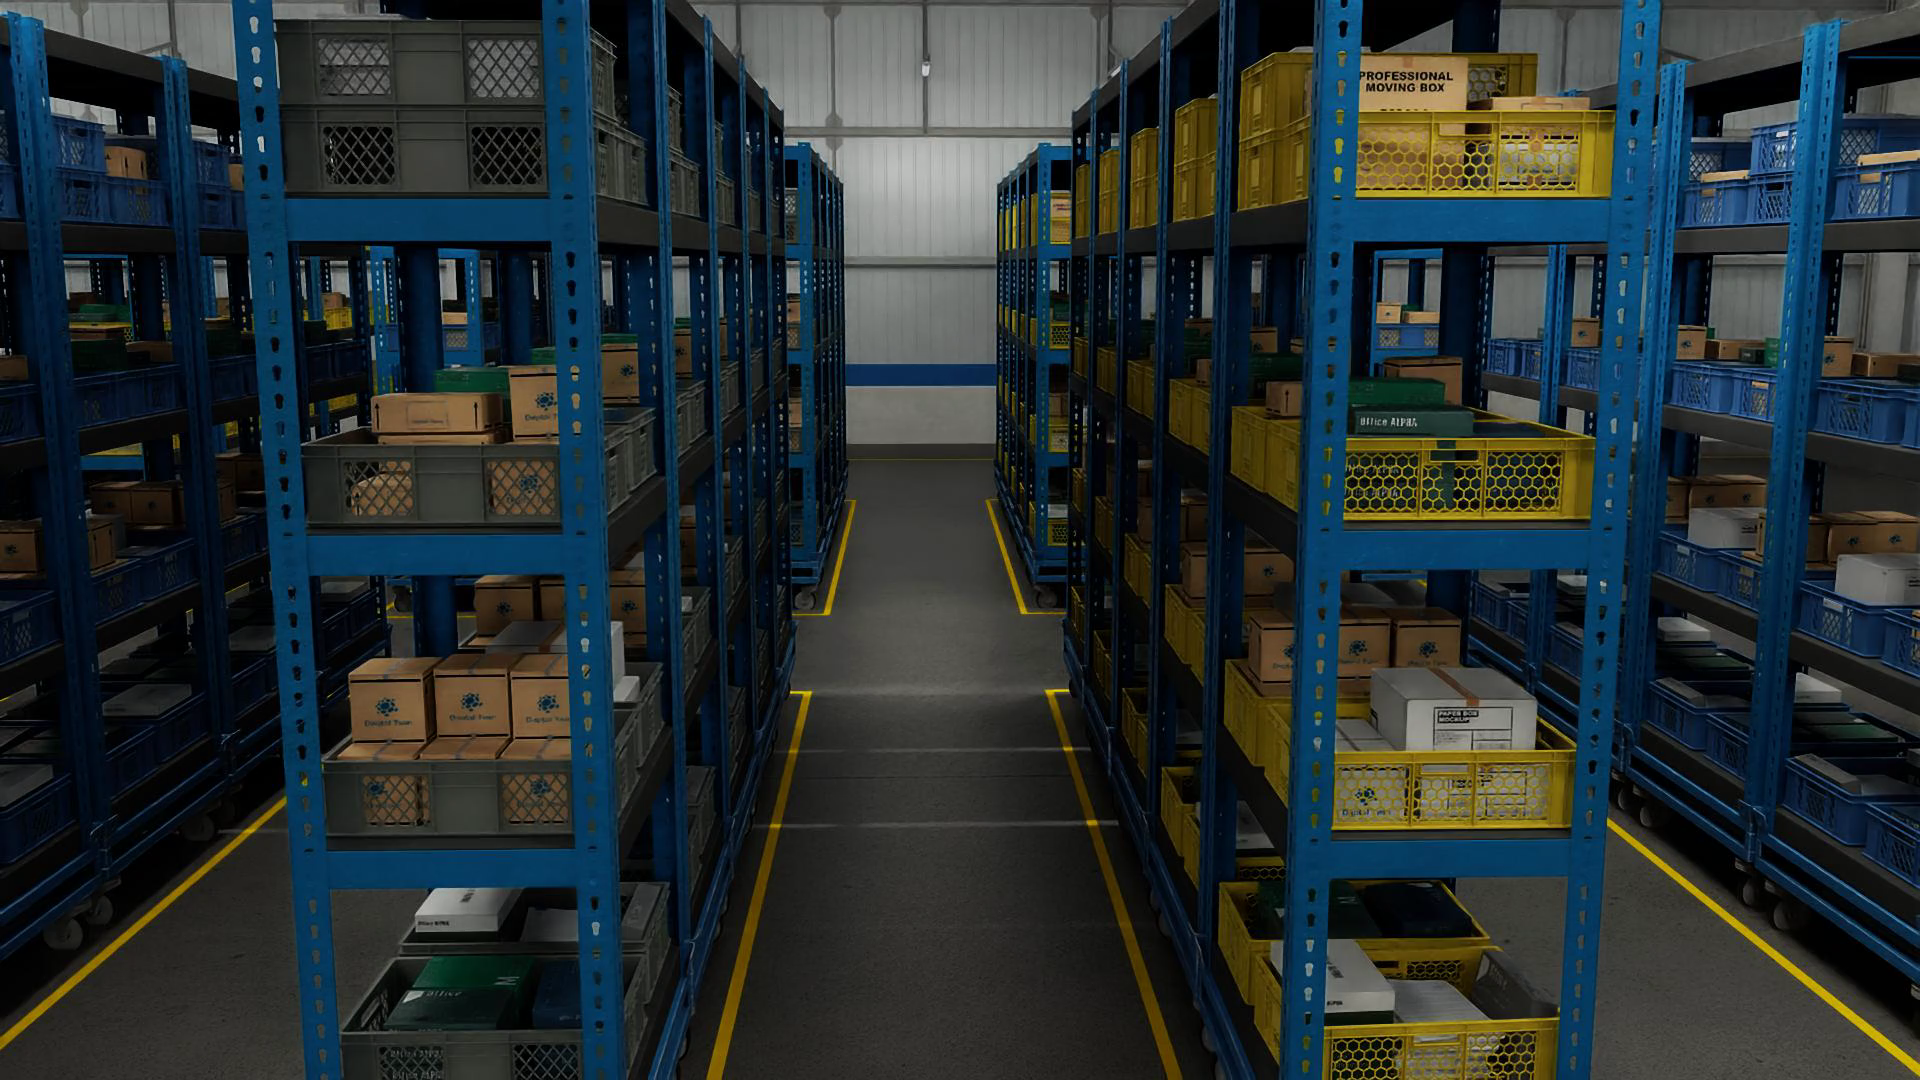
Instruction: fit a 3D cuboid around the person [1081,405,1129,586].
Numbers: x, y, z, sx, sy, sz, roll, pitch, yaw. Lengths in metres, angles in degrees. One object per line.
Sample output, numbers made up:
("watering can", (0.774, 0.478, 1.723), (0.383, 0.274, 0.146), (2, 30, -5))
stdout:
("person", (1.003, -0.165, 11.391), (0.427, 1.974, 0.621), (0, 9, 1))
